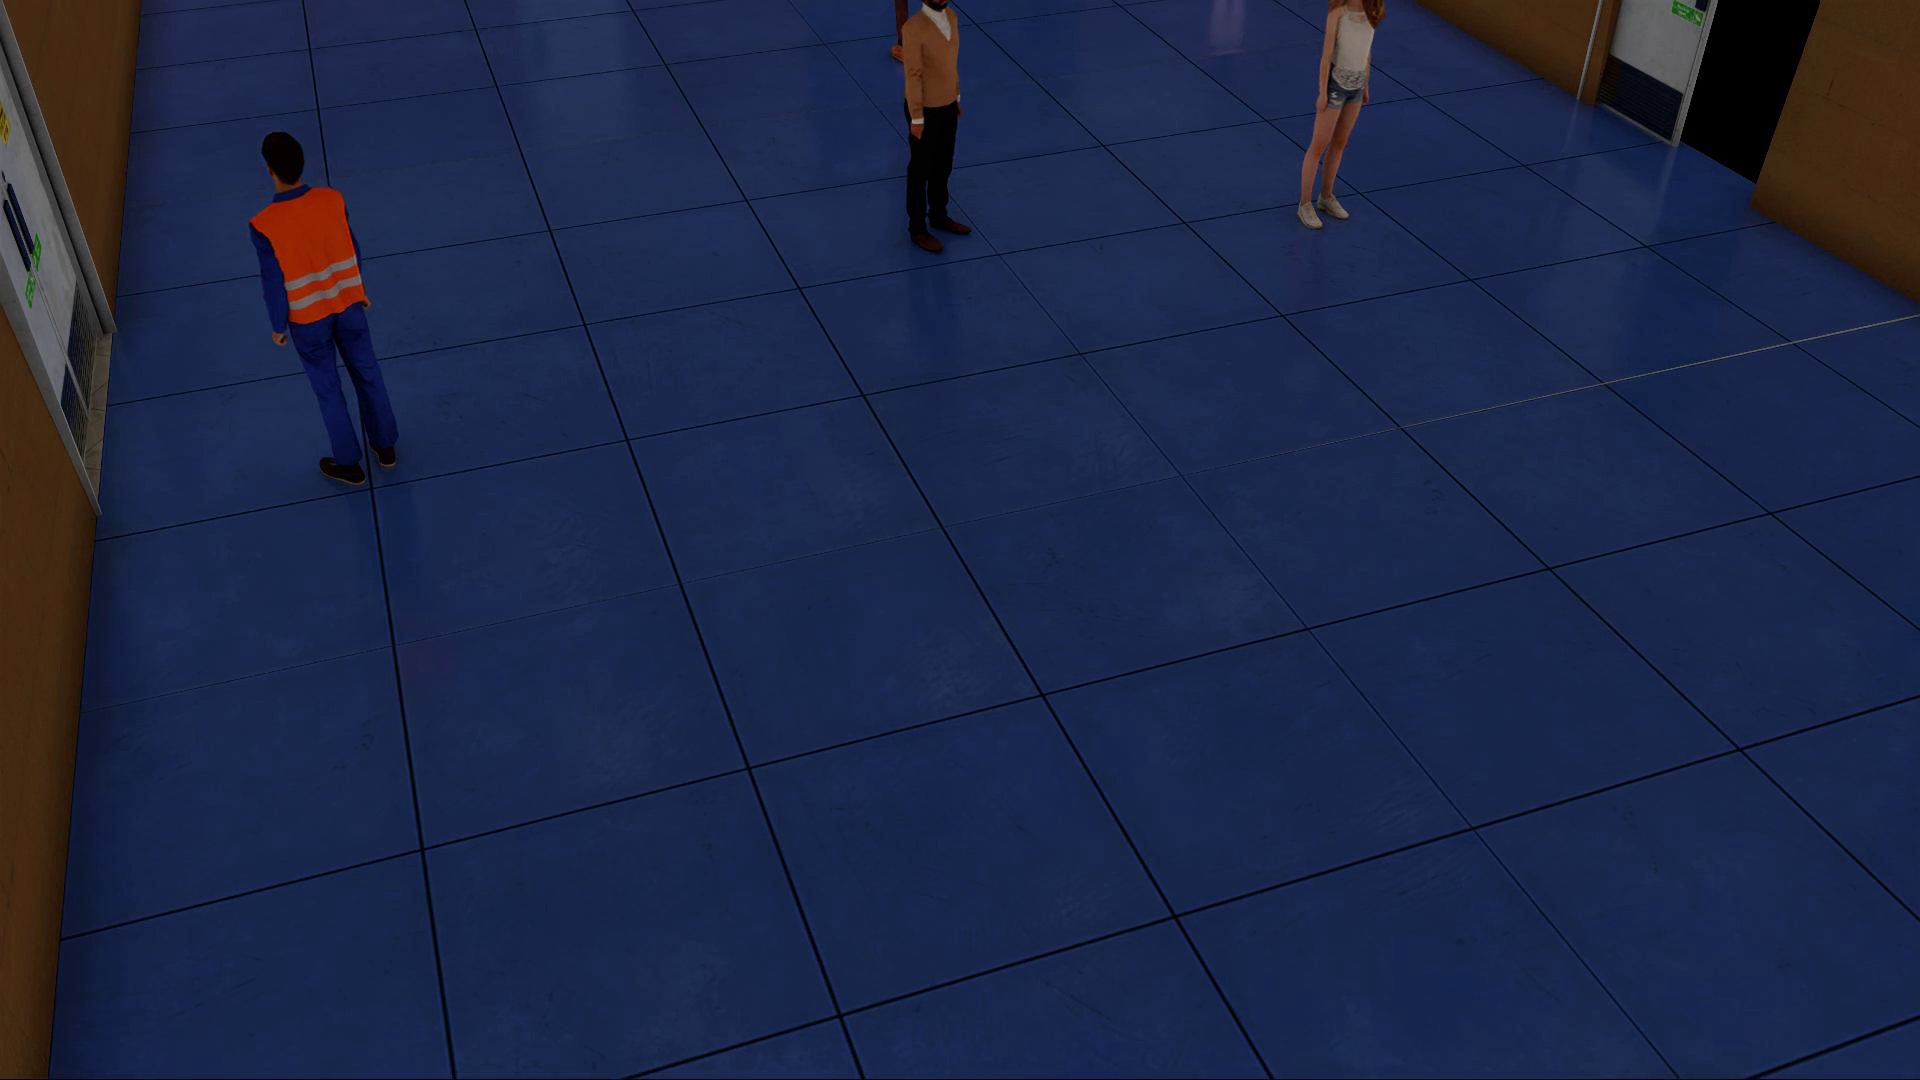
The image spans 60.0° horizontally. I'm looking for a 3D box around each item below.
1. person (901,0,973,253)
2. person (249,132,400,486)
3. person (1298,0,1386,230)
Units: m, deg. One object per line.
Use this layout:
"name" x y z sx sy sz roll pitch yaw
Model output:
"person" -0.174 -2.703 10.404 0.816 1.755 0.727 22 42 26
"person" -3.143 -1.128 8.214 0.837 1.864 0.718 28 45 32
"person" 2.426 -2.877 10.632 0.496 1.759 0.664 -20 41 -25
